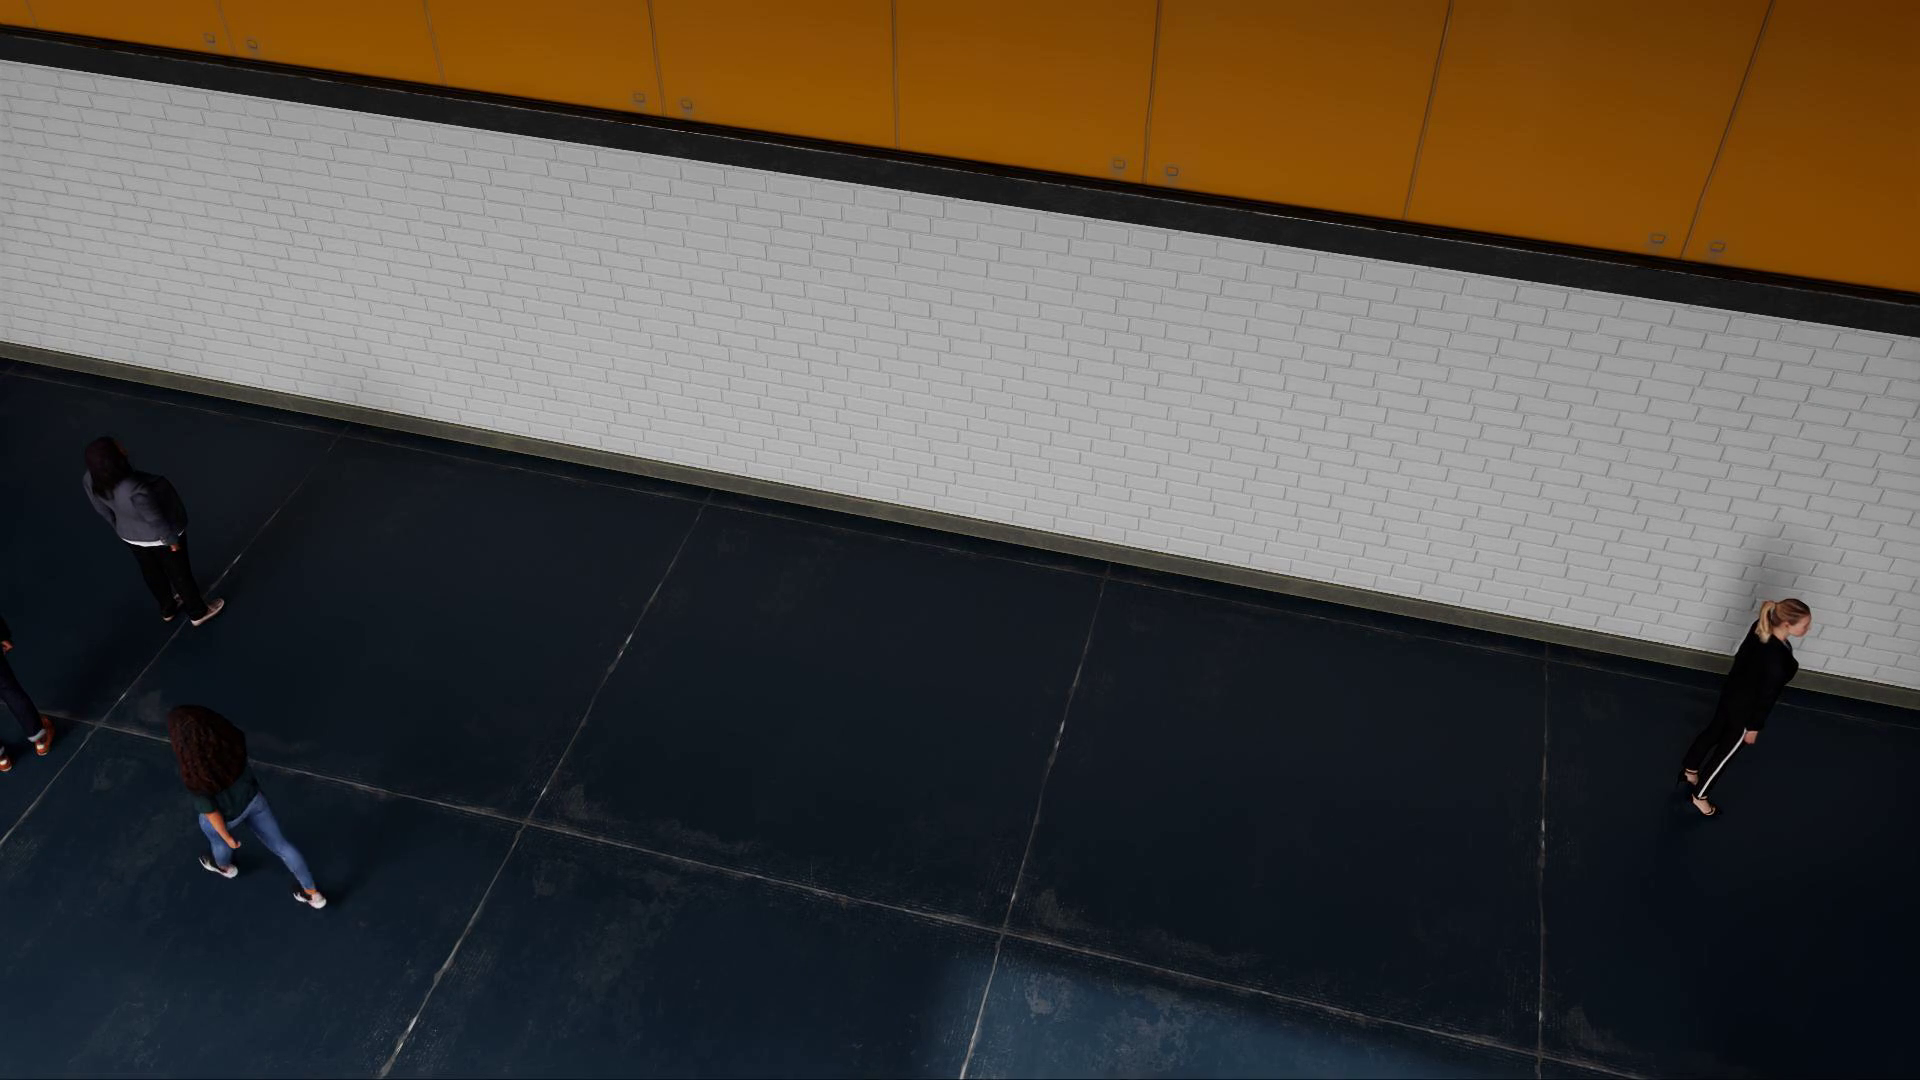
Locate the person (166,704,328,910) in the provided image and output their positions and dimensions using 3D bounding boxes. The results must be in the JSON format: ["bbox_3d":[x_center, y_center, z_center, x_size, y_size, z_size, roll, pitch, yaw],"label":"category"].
[{"bbox_3d":[-3.951,1.507,9.231,0.833,1.573,1.100,20,47,20],"label":"person"}]

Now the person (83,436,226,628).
[{"bbox_3d":[-5.297,-0.062,10.861,0.670,1.597,0.657,13,45,13],"label":"person"}]

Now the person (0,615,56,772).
[{"bbox_3d":[-5.962,0.679,9.923,0.770,1.817,0.842,-24,49,-23],"label":"person"}]

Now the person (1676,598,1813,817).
[{"bbox_3d":[4.560,0.966,9.705,0.702,1.704,0.516,3,44,3],"label":"person"}]
